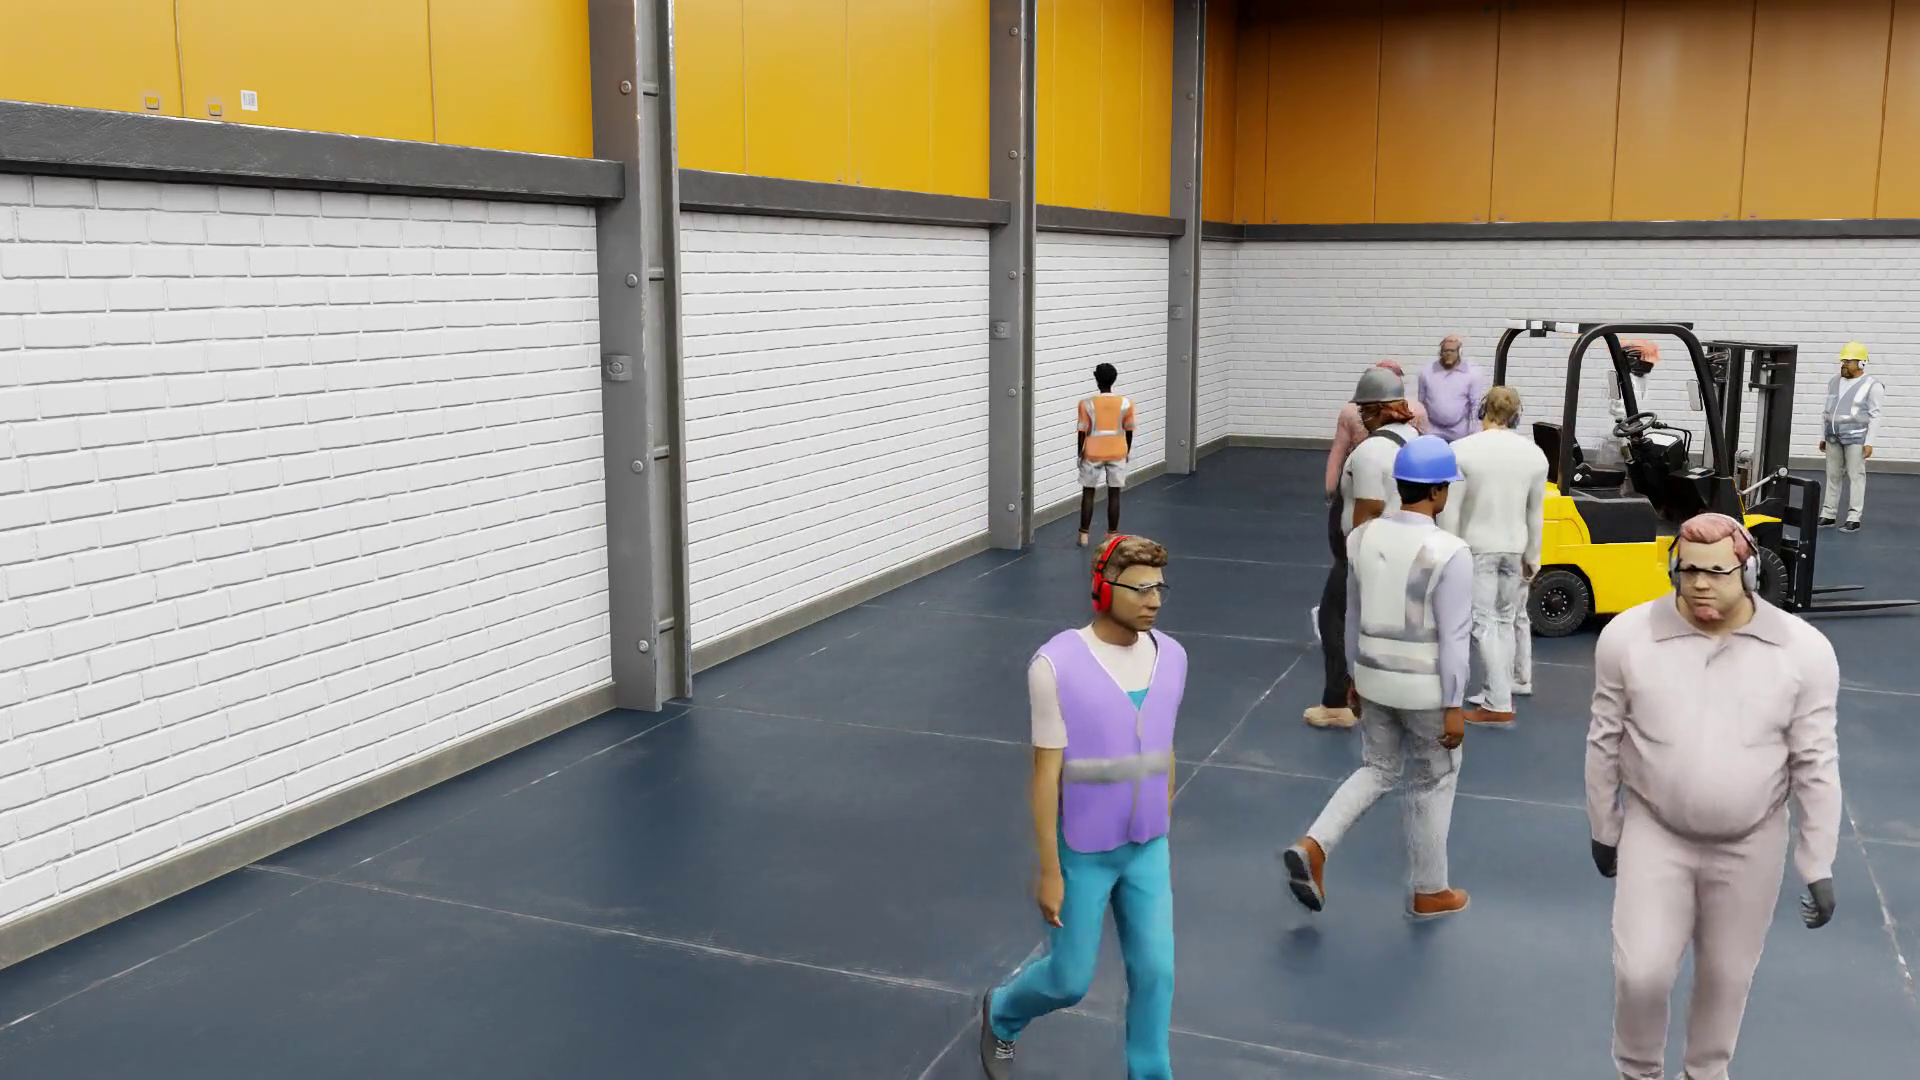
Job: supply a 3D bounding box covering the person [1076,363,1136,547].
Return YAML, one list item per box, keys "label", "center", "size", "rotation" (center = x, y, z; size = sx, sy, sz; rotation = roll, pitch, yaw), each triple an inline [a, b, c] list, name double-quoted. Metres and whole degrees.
- label: "person"
  center: [1.316, -0.761, 15.120]
  size: [0.550, 1.697, 0.363]
  rotation: [-1, 9, -4]

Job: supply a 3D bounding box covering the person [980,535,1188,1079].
- label: "person"
  center: [0.387, 0.868, 4.858]
  size: [0.580, 1.820, 0.754]
  rotation: [-6, 11, -34]

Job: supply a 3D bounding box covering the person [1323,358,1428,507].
- label: "person"
  center: [3.072, -0.392, 12.287]
  size: [0.780, 1.878, 0.497]
  rotation: [2, 10, 13]

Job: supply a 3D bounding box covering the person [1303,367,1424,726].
- label: "person"
  center: [2.240, 0.044, 9.178]
  size: [0.695, 2.000, 0.697]
  rotation: [-8, 13, -42]

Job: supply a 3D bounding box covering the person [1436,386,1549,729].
- label: "person"
  center: [2.996, 0.098, 9.308]
  size: [0.664, 1.897, 0.521]
  rotation: [-3, 10, -15]

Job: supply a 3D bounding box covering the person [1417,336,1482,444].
- label: "person"
  center: [4.915, -1.113, 16.768]
  size: [0.666, 1.854, 0.997]
  rotation: [4, 10, 23]

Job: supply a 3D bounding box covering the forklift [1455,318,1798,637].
- label: "forklift"
  center: [4.706, -0.497, 11.990]
  size: [2.313, 2.155, 1.214]
  rotation: [-2, 10, -10]

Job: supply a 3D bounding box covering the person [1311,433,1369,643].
- label: "person"
  center: [2.617, -0.014, 10.784]
  size: [0.514, 1.609, 0.659]
  rotation: [-7, 12, -38]

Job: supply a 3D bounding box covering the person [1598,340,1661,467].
- label: "person"
  center: [6.528, -1.034, 16.288]
  size: [0.552, 1.845, 1.065]
  rotation: [-7, 12, -36]

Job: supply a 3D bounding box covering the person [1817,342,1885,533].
- label: "person"
  center: [8.570, -0.992, 16.076]
  size: [0.403, 1.835, 0.588]
  rotation: [-4, 10, -24]

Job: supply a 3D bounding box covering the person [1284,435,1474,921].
- label: "person"
  center: [1.665, 0.559, 6.429]
  size: [0.725, 1.929, 0.616]
  rotation: [-5, 11, -29]

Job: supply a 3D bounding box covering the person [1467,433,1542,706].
- label: "person"
  center: [3.214, 0.172, 9.687]
  size: [0.372, 1.613, 0.556]
  rotation: [2, 10, 11]

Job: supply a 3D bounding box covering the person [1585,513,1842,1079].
- label: "person"
  center: [2.105, 0.859, 4.695]
  size: [0.655, 1.885, 0.528]
  rotation: [3, 10, 20]
